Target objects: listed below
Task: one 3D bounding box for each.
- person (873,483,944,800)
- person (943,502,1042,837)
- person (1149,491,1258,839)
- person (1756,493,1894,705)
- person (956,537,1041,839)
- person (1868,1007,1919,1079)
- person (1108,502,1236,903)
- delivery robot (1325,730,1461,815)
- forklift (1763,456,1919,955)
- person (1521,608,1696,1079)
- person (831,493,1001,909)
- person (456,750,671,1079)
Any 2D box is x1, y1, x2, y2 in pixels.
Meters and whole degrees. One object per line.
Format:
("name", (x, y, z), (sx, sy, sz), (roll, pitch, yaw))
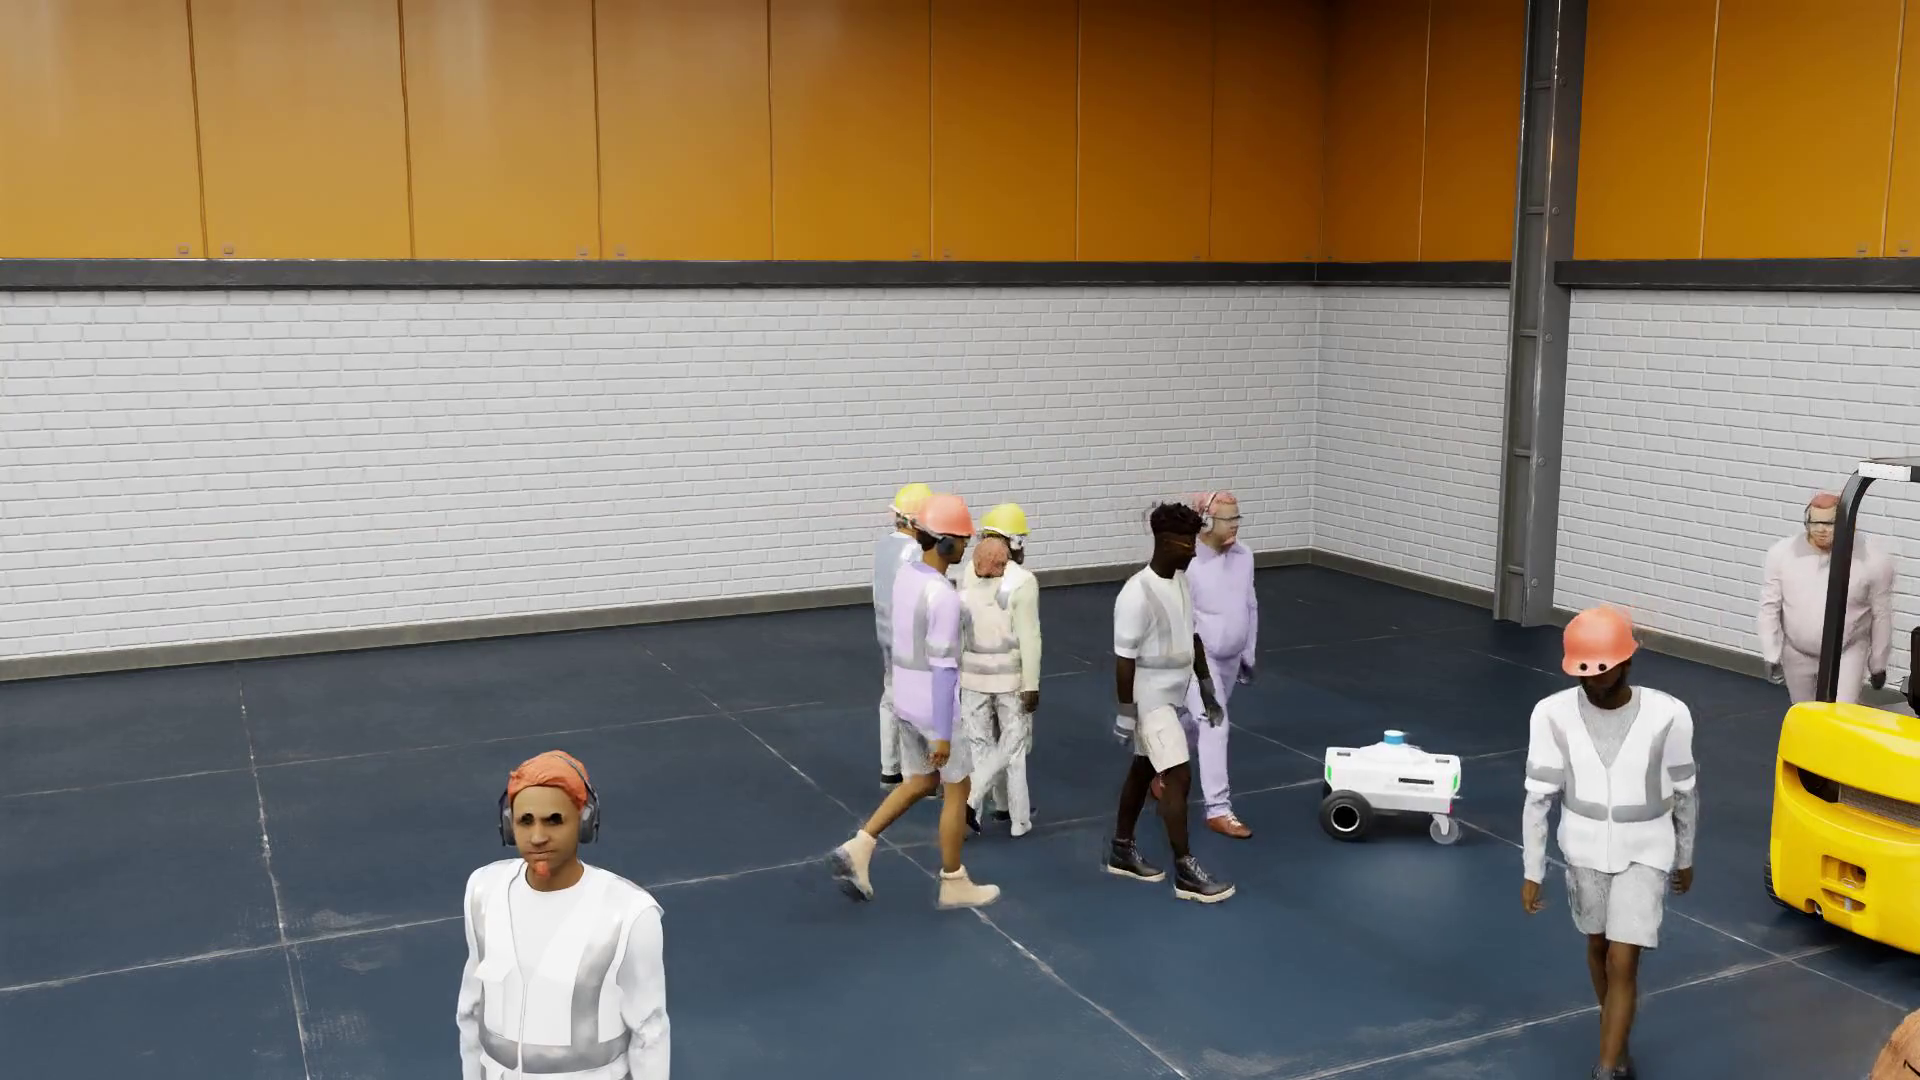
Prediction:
("person", (-0.280, 0.580, 9.623), (0.403, 1.827, 0.599), (-5, 10, -28))
("person", (0.170, 0.704, 8.929), (0.654, 1.807, 0.611), (-7, 11, -37))
("person", (1.318, 0.633, 9.207), (0.646, 1.871, 0.912), (-8, 12, -40))
("person", (4.721, 0.652, 9.146), (0.632, 1.841, 1.057), (9, 13, 43))
("person", (0.176, 0.794, 8.888), (0.514, 1.640, 0.310), (0, 9, 3))
("person", (1.931, 1.699, 3.438), (0.502, 1.589, 0.877), (3, 10, 16))
("person", (1.076, 0.778, 8.106), (0.843, 1.925, 0.606), (4, 10, 26))
("delivery robot", (2.334, 1.273, 8.977), (0.707, 0.478, 0.477), (2, 10, 14))
("forklift", (4.857, 0.731, 7.561), (2.313, 2.155, 1.214), (-4, 10, -25))
("person", (2.319, 1.147, 5.997), (0.556, 1.859, 0.961), (5, 11, 30))
("person", (-0.192, 0.778, 7.808), (0.733, 2.017, 0.599), (-4, 10, -26))
("person", (-0.992, 1.441, 4.112), (0.581, 1.884, 0.351), (3, 10, 21))
